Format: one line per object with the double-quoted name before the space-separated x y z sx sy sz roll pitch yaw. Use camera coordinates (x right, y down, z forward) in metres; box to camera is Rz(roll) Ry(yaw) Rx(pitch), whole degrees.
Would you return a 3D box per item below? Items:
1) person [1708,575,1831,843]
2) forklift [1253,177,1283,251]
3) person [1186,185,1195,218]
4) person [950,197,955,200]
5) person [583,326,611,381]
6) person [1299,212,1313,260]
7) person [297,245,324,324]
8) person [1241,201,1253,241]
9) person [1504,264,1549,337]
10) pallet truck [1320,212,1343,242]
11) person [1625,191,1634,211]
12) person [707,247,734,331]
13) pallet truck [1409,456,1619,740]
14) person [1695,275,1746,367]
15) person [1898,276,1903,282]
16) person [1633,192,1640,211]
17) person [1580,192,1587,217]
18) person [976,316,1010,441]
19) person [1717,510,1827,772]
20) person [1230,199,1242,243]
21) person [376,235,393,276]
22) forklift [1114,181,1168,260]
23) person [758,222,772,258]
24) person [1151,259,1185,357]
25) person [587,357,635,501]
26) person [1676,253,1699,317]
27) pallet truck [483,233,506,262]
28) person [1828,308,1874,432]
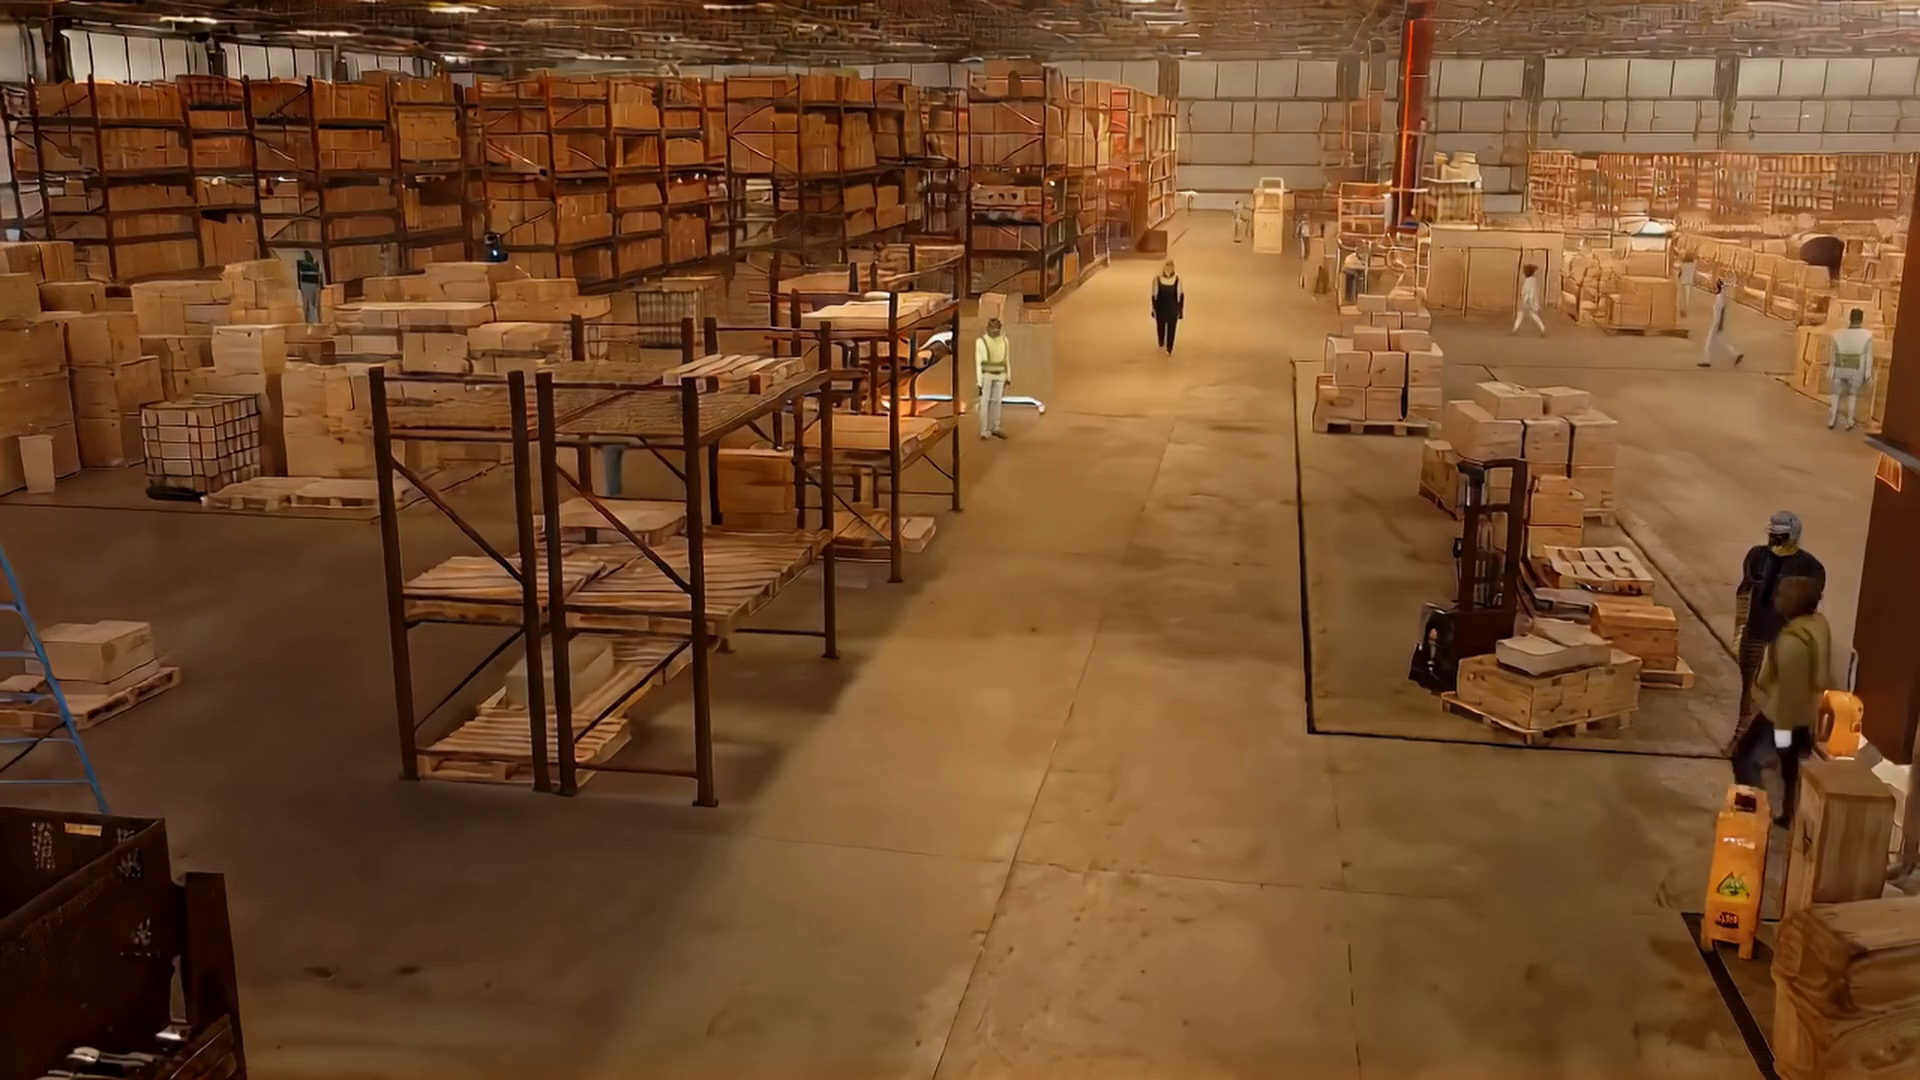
"person" 5.313 1.104 10.908 0.723 1.815 0.651 12 18 41
"forklift" 12.083 -12.747 64.956 1.129 2.768 1.873 3 14 10
"person" 12.455 -18.300 89.877 0.520 1.733 0.832 3 14 12
"person" -0.424 -19.759 95.280 0.529 1.975 0.641 0 14 1
"person" -5.770 -2.608 26.347 0.522 1.640 0.306 -7 15 -26
"person" 12.637 -11.128 60.799 0.530 1.708 0.943 4 14 15
"person" -15.810 -6.234 40.520 0.590 1.910 0.393 -8 16 -30
"person" 12.156 -13.523 70.548 0.532 1.683 0.505 -7 16 -27
"person" 13.001 -5.452 37.888 0.959 1.641 0.534 2 14 7
"pallet truck" 15.874 -13.227 70.310 0.680 1.201 1.601 10 17 35
"person" 32.442 -16.062 80.570 0.404 1.830 0.603 -7 15 -26
"person" -5.571 -5.811 38.674 0.801 1.975 0.617 10 17 36
"pallet truck" 4.504 0.400 13.395 0.823 1.965 1.885 -6 15 -23
"person" 15.135 -4.325 32.927 0.825 1.842 0.539 4 14 17
"person" 20.222 -5.058 35.720 1.000 1.923 0.623 3 14 13
"person" 33.605 -16.570 82.621 0.583 1.835 0.487 2 14 7
"person" 30.137 -16.093 80.457 0.380 1.950 0.605 7 15 25
"person" 0.509 -2.454 25.222 0.573 1.883 0.356 -8 16 -29
"person" 5.951 0.728 12.187 0.372 1.940 0.631 -9 16 -31
"person" 11.582 -13.386 69.742 0.404 1.821 0.590 -6 15 -24
"person" -15.692 -7.406 45.411 0.429 1.845 0.622 -8 16 -28
"forklift" 6.584 -11.578 60.209 1.873 2.768 1.129 3 14 10
"person" -7.199 -11.252 61.334 0.532 1.692 0.322 -5 15 -19
"person" 4.323 -4.850 34.623 0.692 2.000 0.729 3 14 11
"person" -4.374 -1.338 20.705 0.588 1.873 0.997 -7 16 -28
"person" 18.399 -6.457 42.064 0.510 1.597 0.832 2 14 6
"pallet truck" -11.832 -7.026 43.548 1.885 1.965 0.823 8 16 28
"person" 13.889 -2.652 25.970 0.591 1.913 0.384 13 19 43
